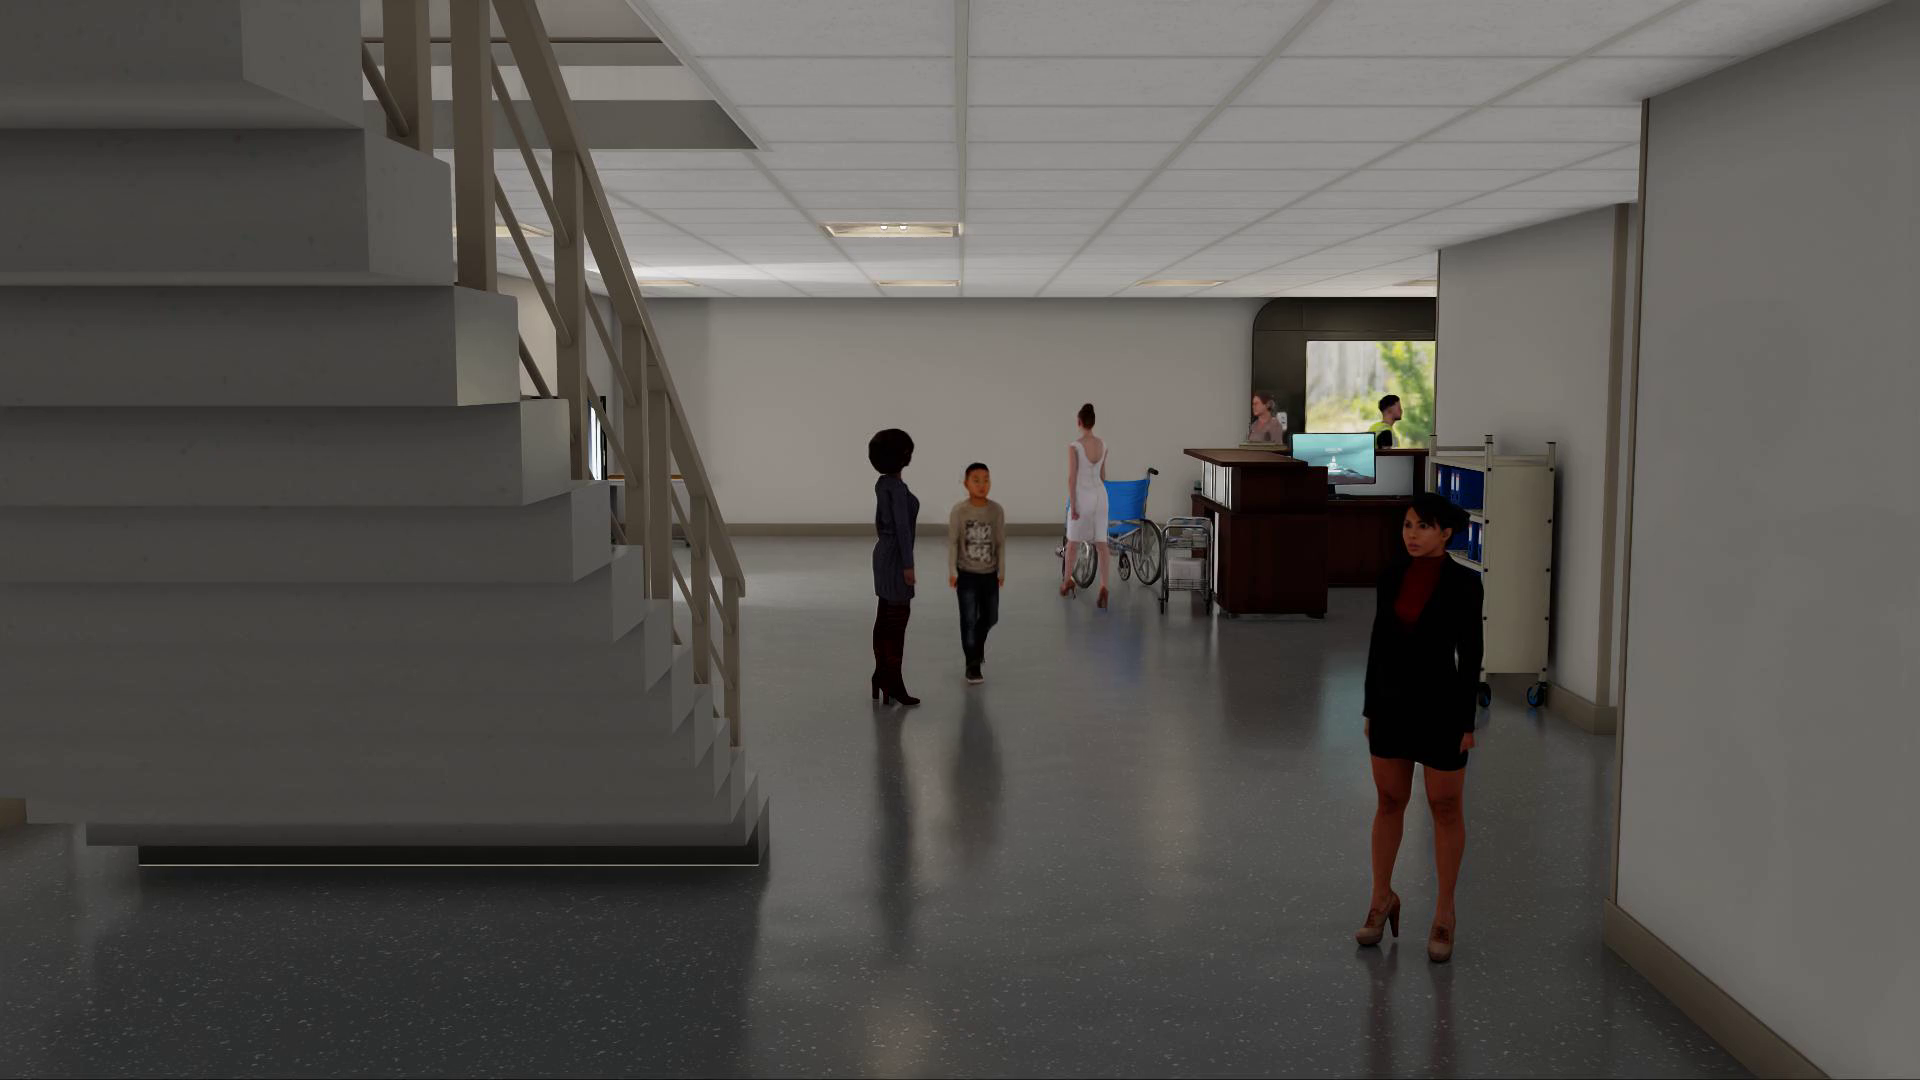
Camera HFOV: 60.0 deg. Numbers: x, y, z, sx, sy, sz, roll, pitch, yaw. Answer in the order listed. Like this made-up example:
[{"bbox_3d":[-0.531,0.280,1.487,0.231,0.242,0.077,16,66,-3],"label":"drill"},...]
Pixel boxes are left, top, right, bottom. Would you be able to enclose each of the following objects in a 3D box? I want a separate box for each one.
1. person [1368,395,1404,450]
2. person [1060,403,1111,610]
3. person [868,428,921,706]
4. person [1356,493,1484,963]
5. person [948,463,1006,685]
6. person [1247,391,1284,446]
[{"bbox_3d":[4.222,-0.550,16.814,0.785,1.834,0.648,0,6,2],"label":"person"},{"bbox_3d":[1.162,-0.264,14.333,0.830,1.762,1.064,-2,6,-21],"label":"person"},{"bbox_3d":[-0.416,0.158,10.389,0.718,1.711,0.578,-2,6,-19],"label":"person"},{"bbox_3d":[1.622,0.648,5.878,0.709,1.639,0.767,5,7,38],"label":"person"},{"bbox_3d":[0.088,0.216,11.120,0.677,1.450,0.883,-2,6,-15],"label":"person"},{"bbox_3d":[3.289,-0.618,17.432,0.906,1.846,1.021,-1,6,-14],"label":"person"}]
